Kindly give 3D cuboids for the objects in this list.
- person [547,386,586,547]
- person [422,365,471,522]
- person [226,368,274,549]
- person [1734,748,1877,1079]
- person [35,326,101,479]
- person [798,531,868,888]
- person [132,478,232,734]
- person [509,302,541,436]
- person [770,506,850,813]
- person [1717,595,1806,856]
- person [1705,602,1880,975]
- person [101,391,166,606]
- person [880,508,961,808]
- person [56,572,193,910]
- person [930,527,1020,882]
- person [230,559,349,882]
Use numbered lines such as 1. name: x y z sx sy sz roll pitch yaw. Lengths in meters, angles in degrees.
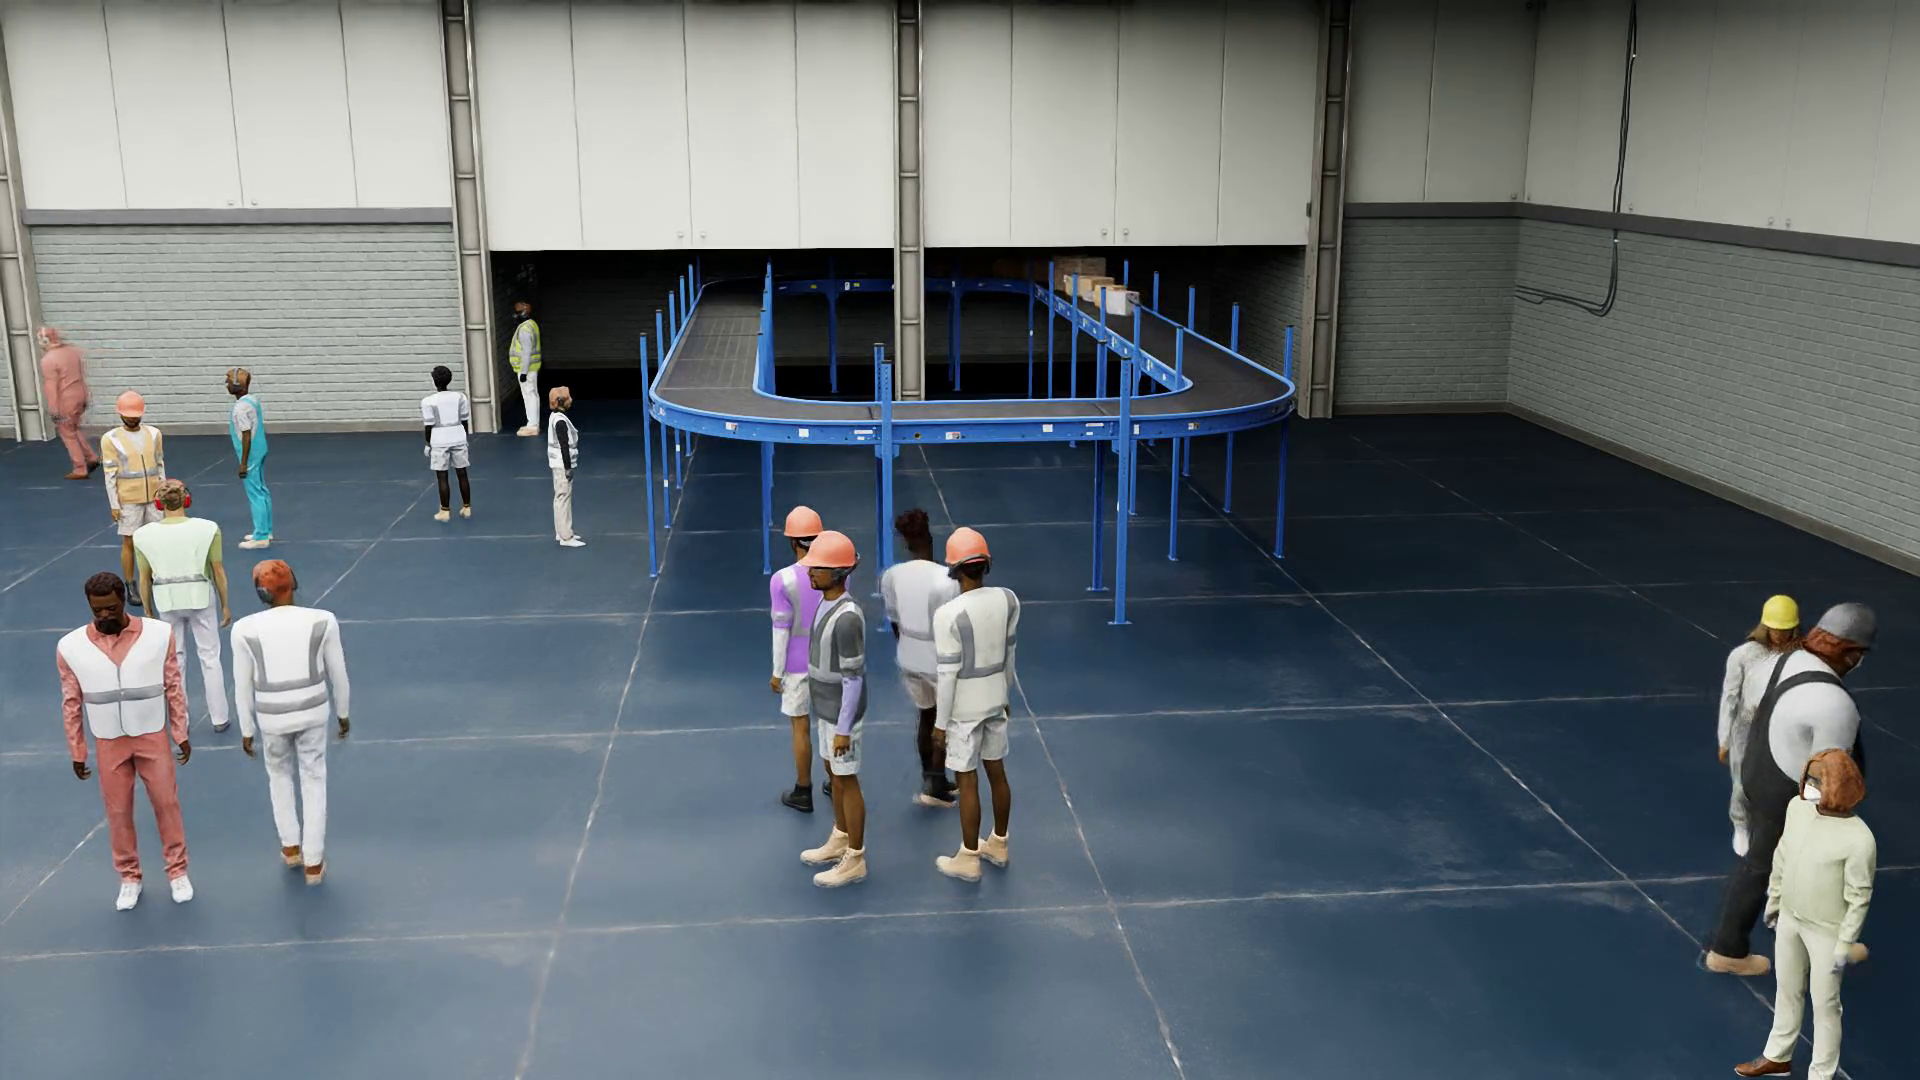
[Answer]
1. person: -4.041 -0.752 16.969 0.309 1.645 0.514 -5 15 -20
2. person: -5.559 -1.045 18.030 0.531 1.697 0.320 -12 19 -41
3. person: -7.210 -0.829 16.865 0.346 1.847 0.506 -2 14 -8
4. person: 3.712 1.682 7.252 0.285 1.633 0.498 -4 15 -15
5. person: -10.815 -1.651 20.093 0.437 1.877 0.667 0 14 2
6. person: -0.711 0.943 9.369 0.364 2.048 0.611 -4 15 -16
7. person: -5.419 0.483 11.640 0.561 1.836 0.395 -5 15 -18
8. person: -6.017 -2.374 23.049 0.429 1.846 0.633 -2 14 -6
9. person: -0.948 0.740 10.409 0.552 1.932 0.377 -9 17 -32
10. person: 4.561 1.110 9.436 0.486 1.689 0.971 6 15 24
11. person: 4.233 1.233 8.223 0.916 2.000 0.707 2 14 8
12. person: -7.337 -0.380 14.903 0.379 1.927 0.550 10 17 35
13. person: -0.151 0.748 10.395 0.653 1.932 0.459 12 18 39
14. person: -4.551 1.081 9.107 0.603 1.906 0.405 -6 15 -24
15. person: 0.061 0.931 9.437 0.607 2.039 0.395 -13 19 -42
16. person: -3.808 0.995 9.524 0.591 1.859 0.681 -5 15 -21
